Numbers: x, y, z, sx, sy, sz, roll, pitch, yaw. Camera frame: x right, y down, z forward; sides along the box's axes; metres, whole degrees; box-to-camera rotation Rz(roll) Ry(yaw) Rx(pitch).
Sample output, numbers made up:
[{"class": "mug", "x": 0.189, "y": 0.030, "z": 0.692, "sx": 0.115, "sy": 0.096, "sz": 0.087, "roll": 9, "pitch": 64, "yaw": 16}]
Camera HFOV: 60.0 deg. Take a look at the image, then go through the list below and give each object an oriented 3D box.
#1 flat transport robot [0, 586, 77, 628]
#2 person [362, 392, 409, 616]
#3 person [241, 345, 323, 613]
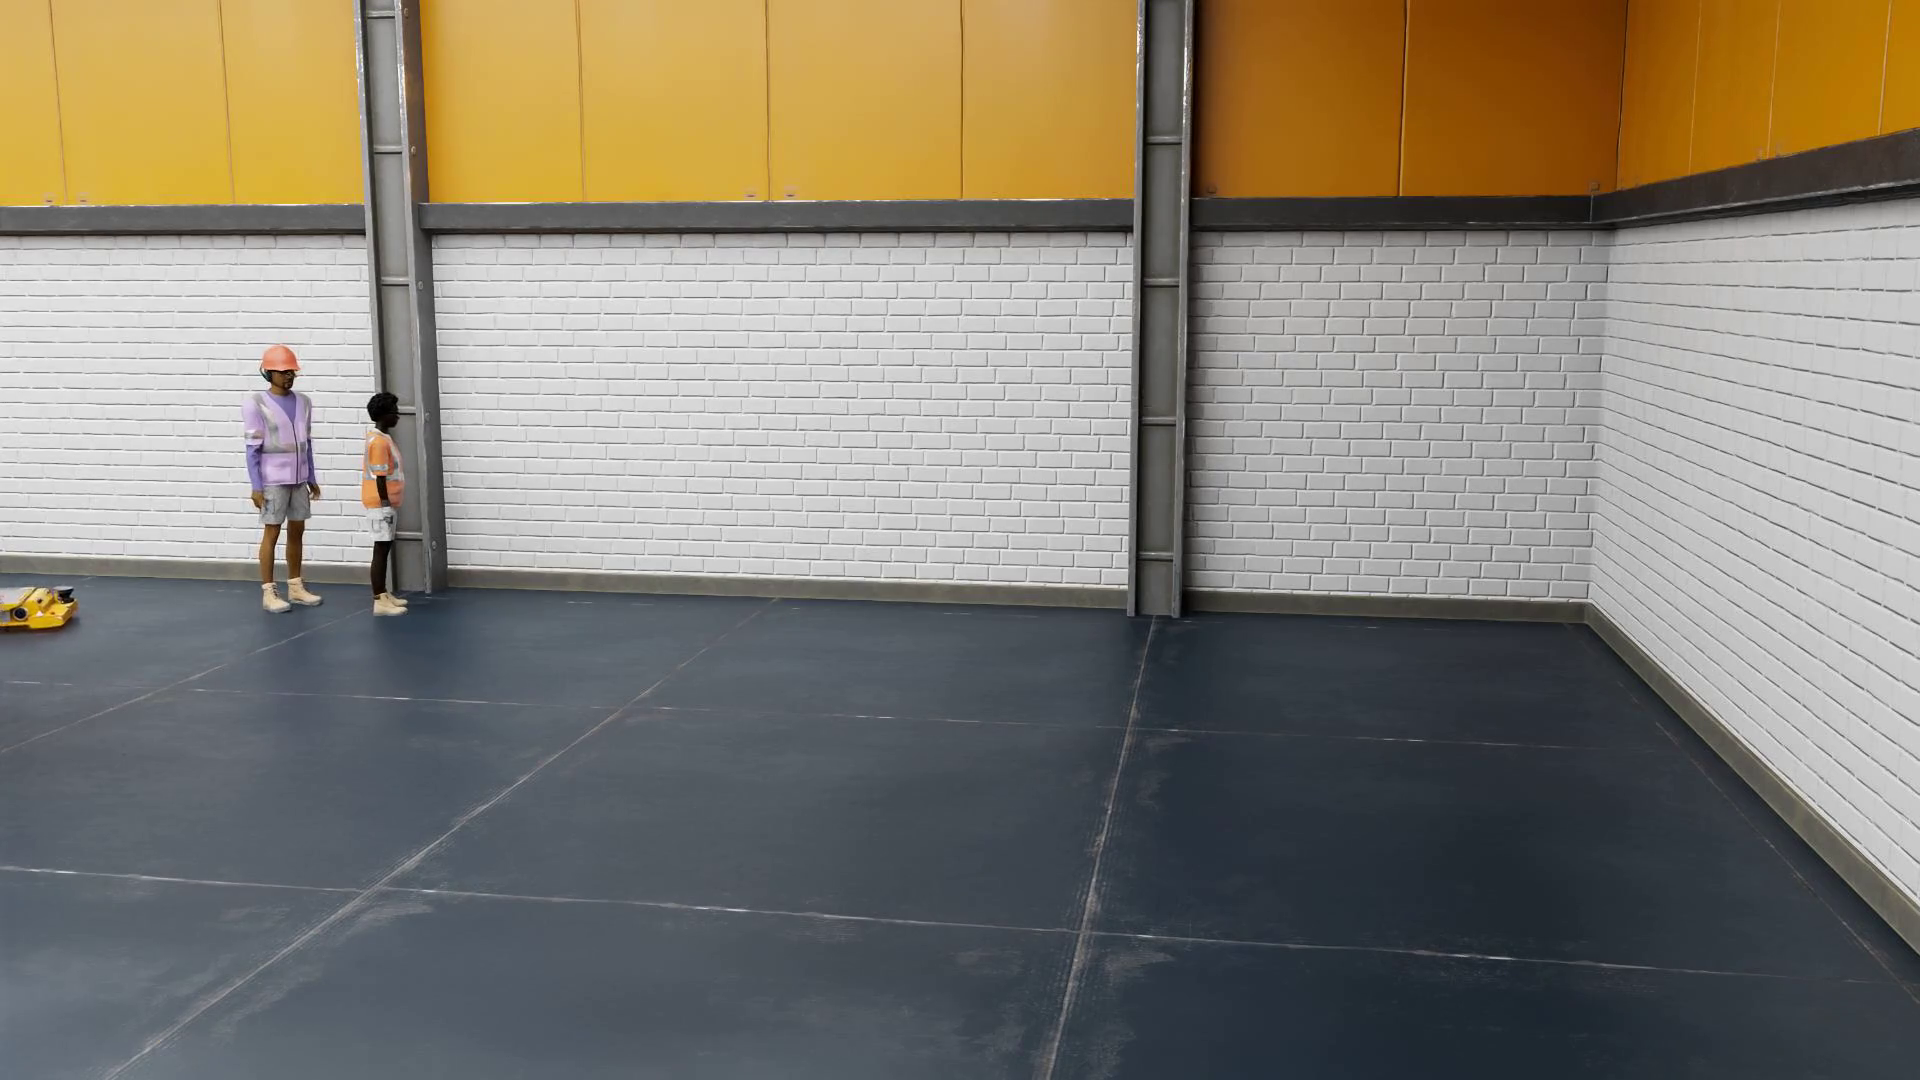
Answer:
[{"class": "flat transport robot", "x": -7.275, "y": 0.519, "z": 12.088, "sx": 1.431, "sy": 0.197, "sz": 0.652, "roll": -3, "pitch": 10, "yaw": -20}, {"class": "person", "x": -4.367, "y": -0.274, "z": 12.617, "sx": 0.317, "sy": 1.693, "sz": 0.534, "roll": -3, "pitch": 10, "yaw": -15}, {"class": "person", "x": -5.166, "y": -0.473, "z": 12.760, "sx": 0.391, "sy": 2.040, "sz": 0.615, "roll": 5, "pitch": 10, "yaw": 27}]
